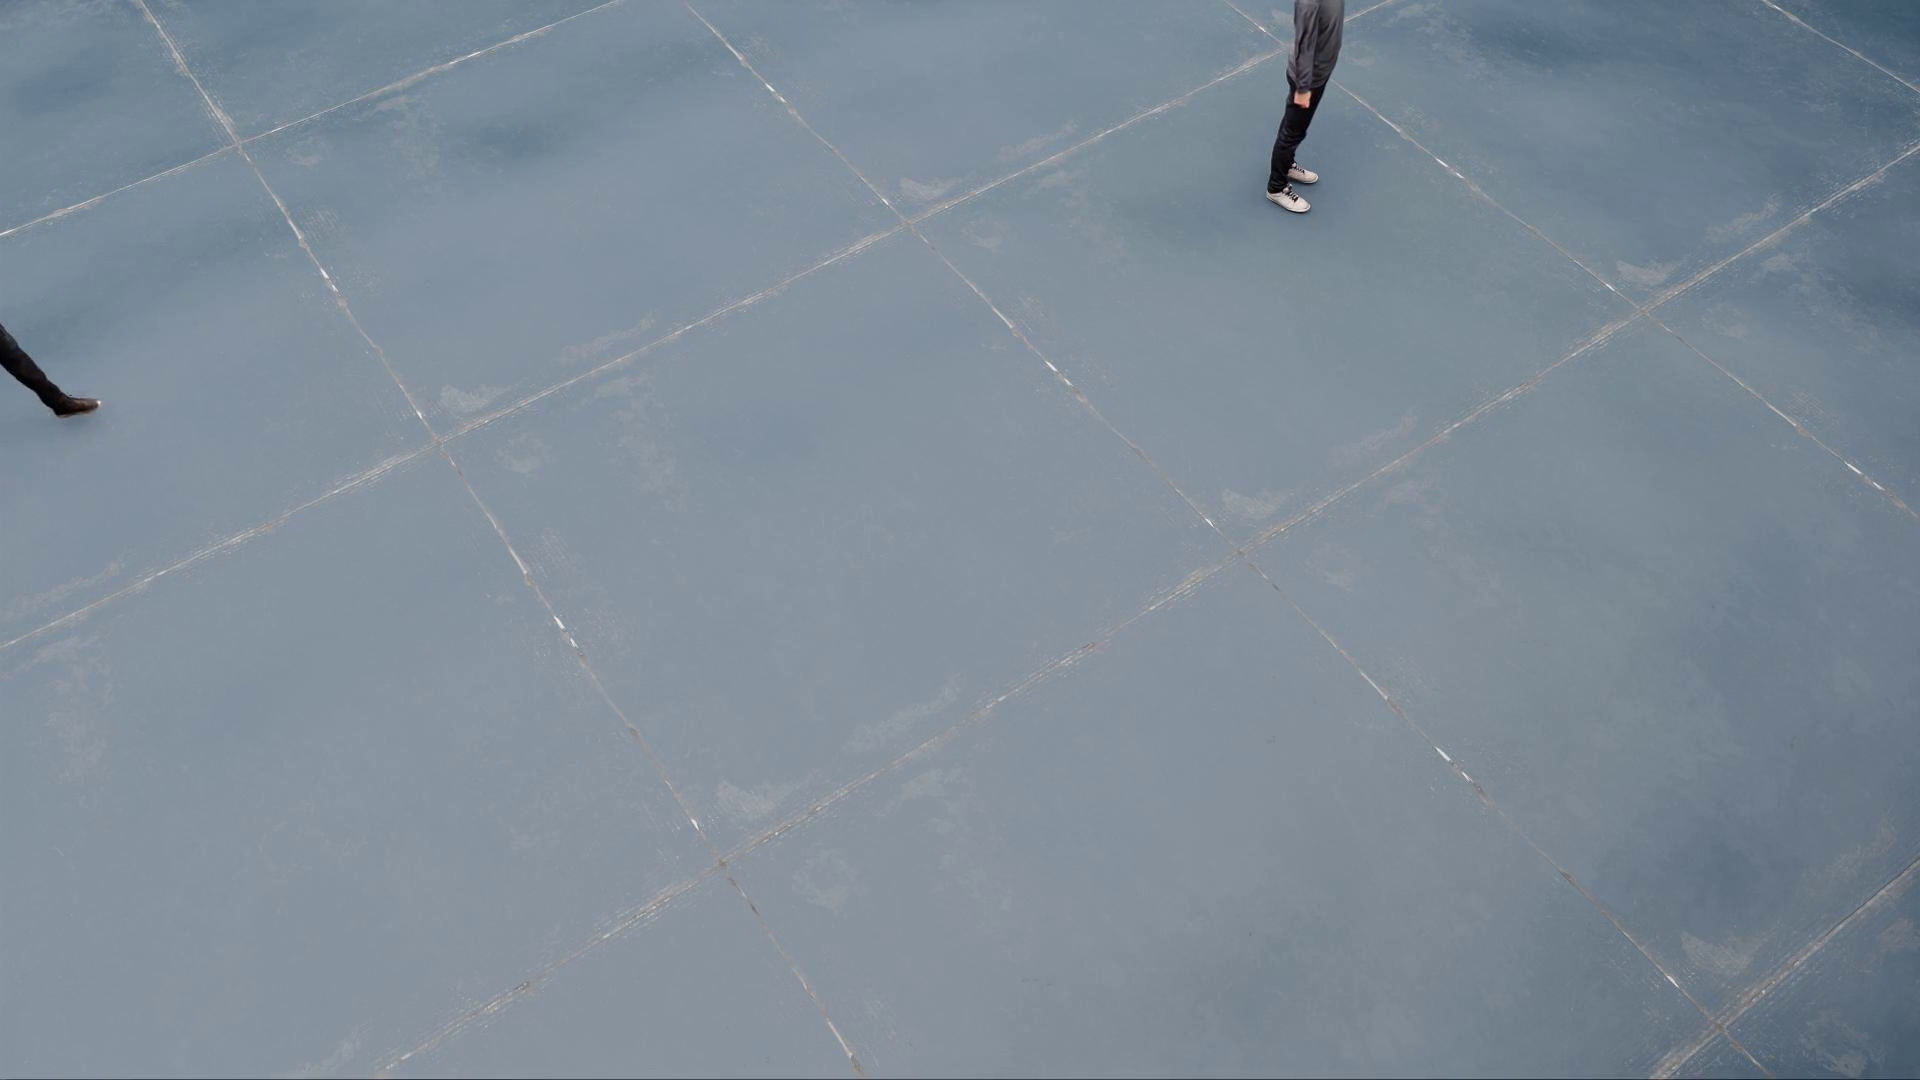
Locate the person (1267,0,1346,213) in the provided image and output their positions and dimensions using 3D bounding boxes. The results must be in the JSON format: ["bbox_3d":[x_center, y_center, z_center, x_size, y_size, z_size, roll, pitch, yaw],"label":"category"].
[{"bbox_3d":[1.968,-2.669,9.366,0.727,1.761,0.704,16,54,12],"label":"person"}]
